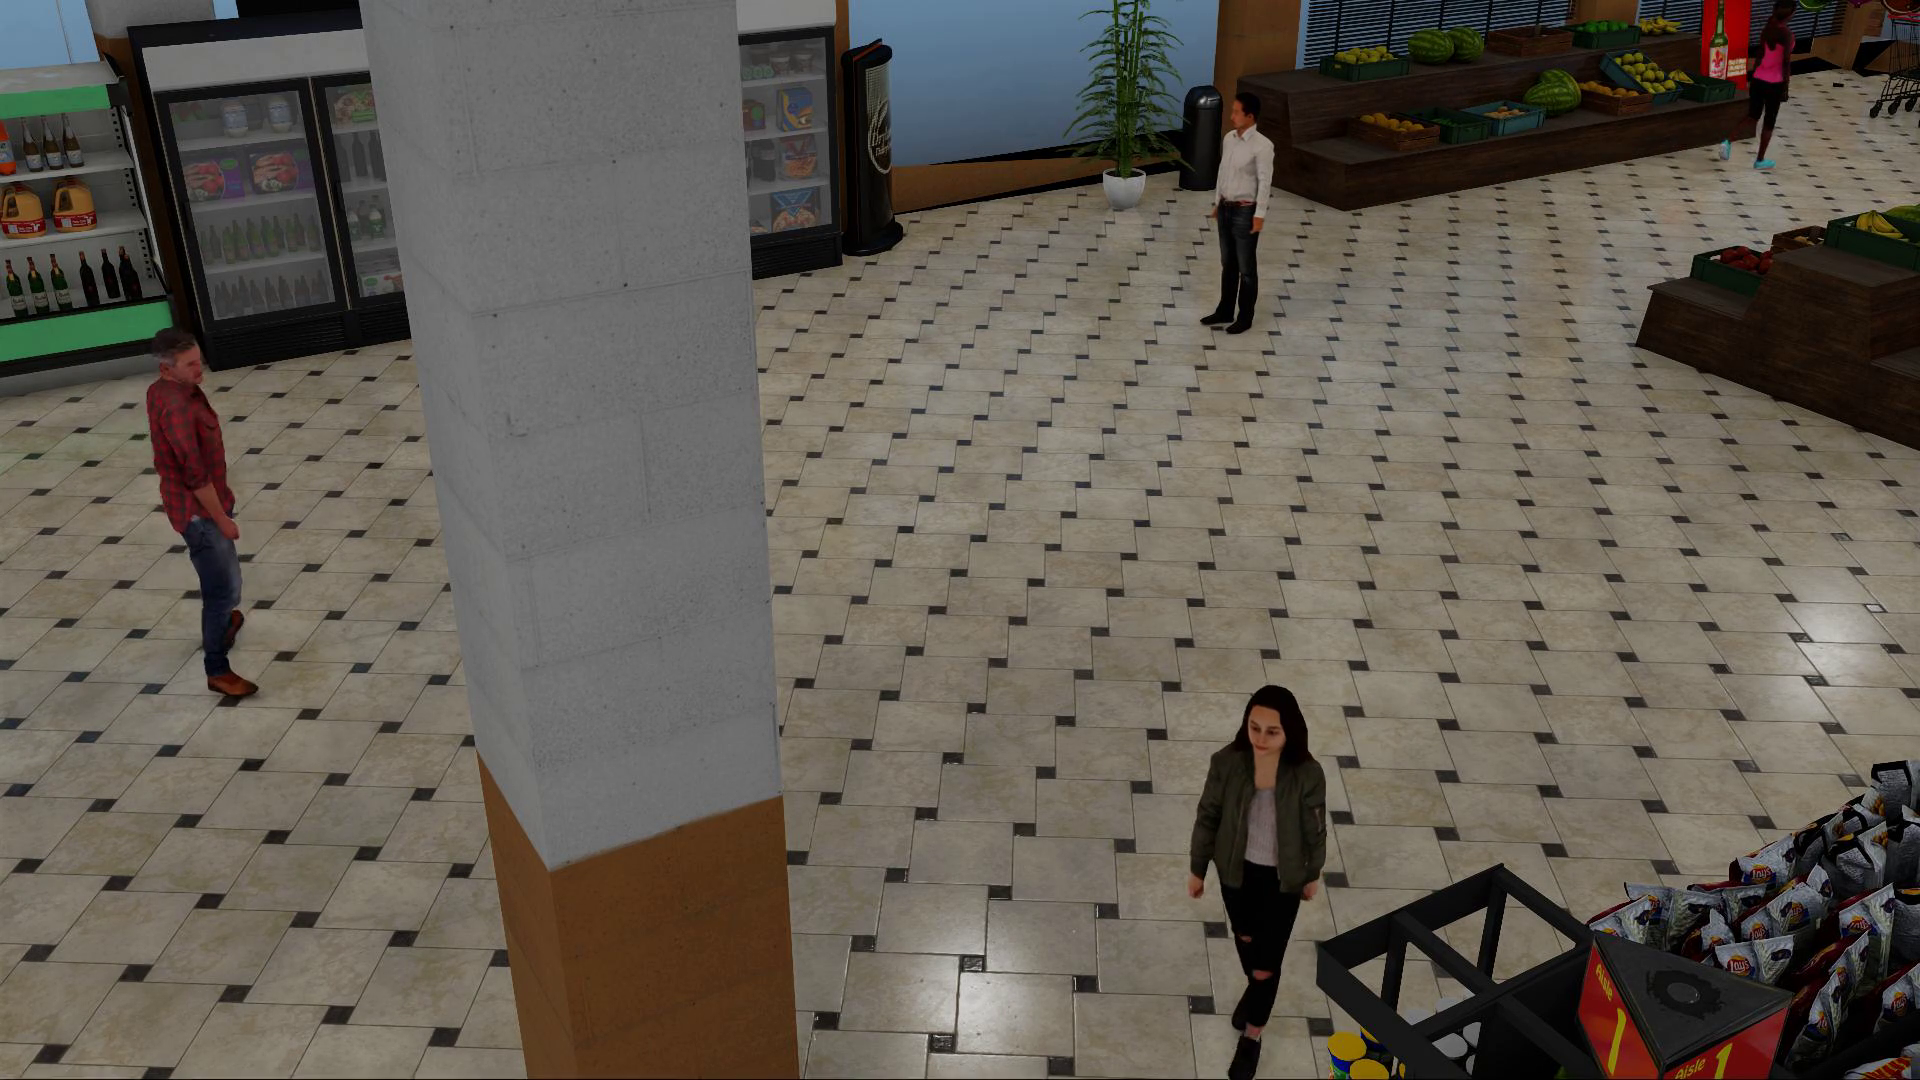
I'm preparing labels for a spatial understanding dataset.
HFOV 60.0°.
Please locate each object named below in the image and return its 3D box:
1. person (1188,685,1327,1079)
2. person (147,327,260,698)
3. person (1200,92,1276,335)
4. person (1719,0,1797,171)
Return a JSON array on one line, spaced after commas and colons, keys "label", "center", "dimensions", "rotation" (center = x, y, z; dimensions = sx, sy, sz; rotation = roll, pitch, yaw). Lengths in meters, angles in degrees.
[{"label": "person", "center": [1.071, 1.126, 5.837], "dimensions": [0.795, 1.456, 0.874], "rotation": [13, 30, 24]}, {"label": "person", "center": [-3.684, -0.176, 8.015], "dimensions": [0.587, 1.809, 1.005], "rotation": [-19, 32, -32]}, {"label": "person", "center": [2.126, -2.469, 12.538], "dimensions": [0.547, 1.809, 0.659], "rotation": [-16, 31, -28]}, {"label": "person", "center": [8.128, -4.607, 16.860], "dimensions": [0.942, 1.712, 0.667], "rotation": [-10, 28, -18]}]
